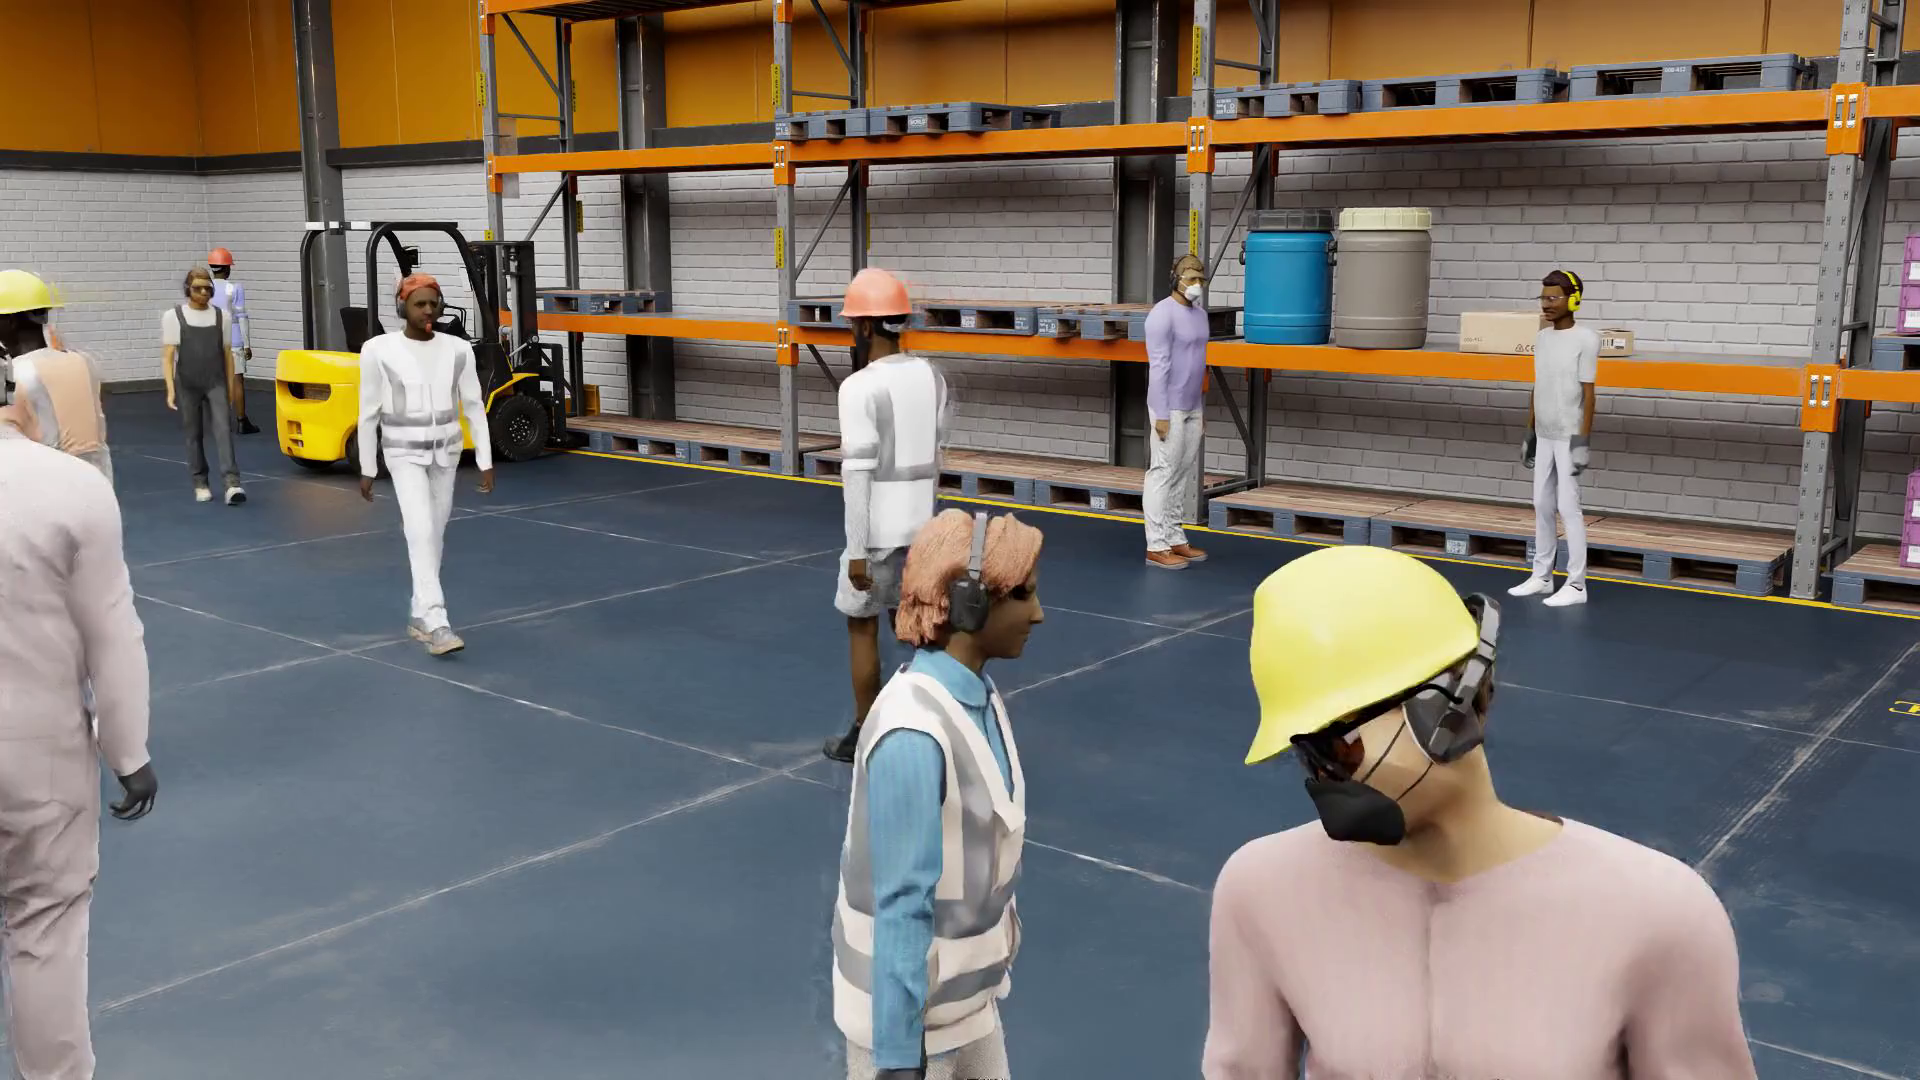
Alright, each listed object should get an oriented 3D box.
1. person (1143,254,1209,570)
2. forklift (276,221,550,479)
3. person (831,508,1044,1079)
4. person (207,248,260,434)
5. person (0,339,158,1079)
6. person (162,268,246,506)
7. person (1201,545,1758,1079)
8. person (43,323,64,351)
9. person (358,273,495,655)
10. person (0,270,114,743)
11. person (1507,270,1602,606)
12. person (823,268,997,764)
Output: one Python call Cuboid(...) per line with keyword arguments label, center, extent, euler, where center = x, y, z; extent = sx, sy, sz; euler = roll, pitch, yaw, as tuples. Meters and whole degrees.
Cuboid(label="person", center=(1.361, -0.799, 10.354), extent=(0.378, 1.937, 0.628), euler=(7, 12, 33))
Cuboid(label="forklift", center=(-4.922, -1.741, 14.854), extent=(1.214, 2.155, 2.313), euler=(8, 13, 38))
Cuboid(label="person", center=(-0.158, 0.745, 2.695), extent=(0.615, 1.611, 0.537), euler=(2, 11, 13))
Cuboid(label="person", center=(-7.651, -2.063, 17.343), extent=(0.543, 1.939, 0.361), euler=(1, 10, 5))
Cuboid(label="person", center=(-2.066, 0.459, 3.507), extent=(0.661, 1.899, 0.490), euler=(-2, 10, -9))
Cuboid(label="person", center=(-5.754, -1.149, 12.647), extent=(0.542, 1.796, 0.939), euler=(-7, 12, -34))
Cuboid(label="person", center=(0.534, 0.856, 1.767), extent=(0.581, 1.722, 0.364), euler=(4, 11, 22))
Cuboid(label="person", center=(-7.395, -1.196, 13.323), extent=(0.854, 1.657, 0.534), euler=(1, 10, 8))
Cuboid(label="person", center=(-2.563, -0.365, 8.157), extent=(0.612, 1.852, 0.853), euler=(-9, 14, -42))
Cuboid(label="person", center=(-3.735, -0.111, 6.626), extent=(0.880, 1.890, 0.602), euler=(0, 10, 2))
Cuboid(label="person", center=(3.332, -0.560, 9.271), extent=(0.318, 1.853, 0.509), euler=(-4, 11, -19))
Cuboid(label="person", center=(-0.228, -0.050, 6.237), extent=(0.677, 1.924, 0.557), euler=(8, 13, 39))
